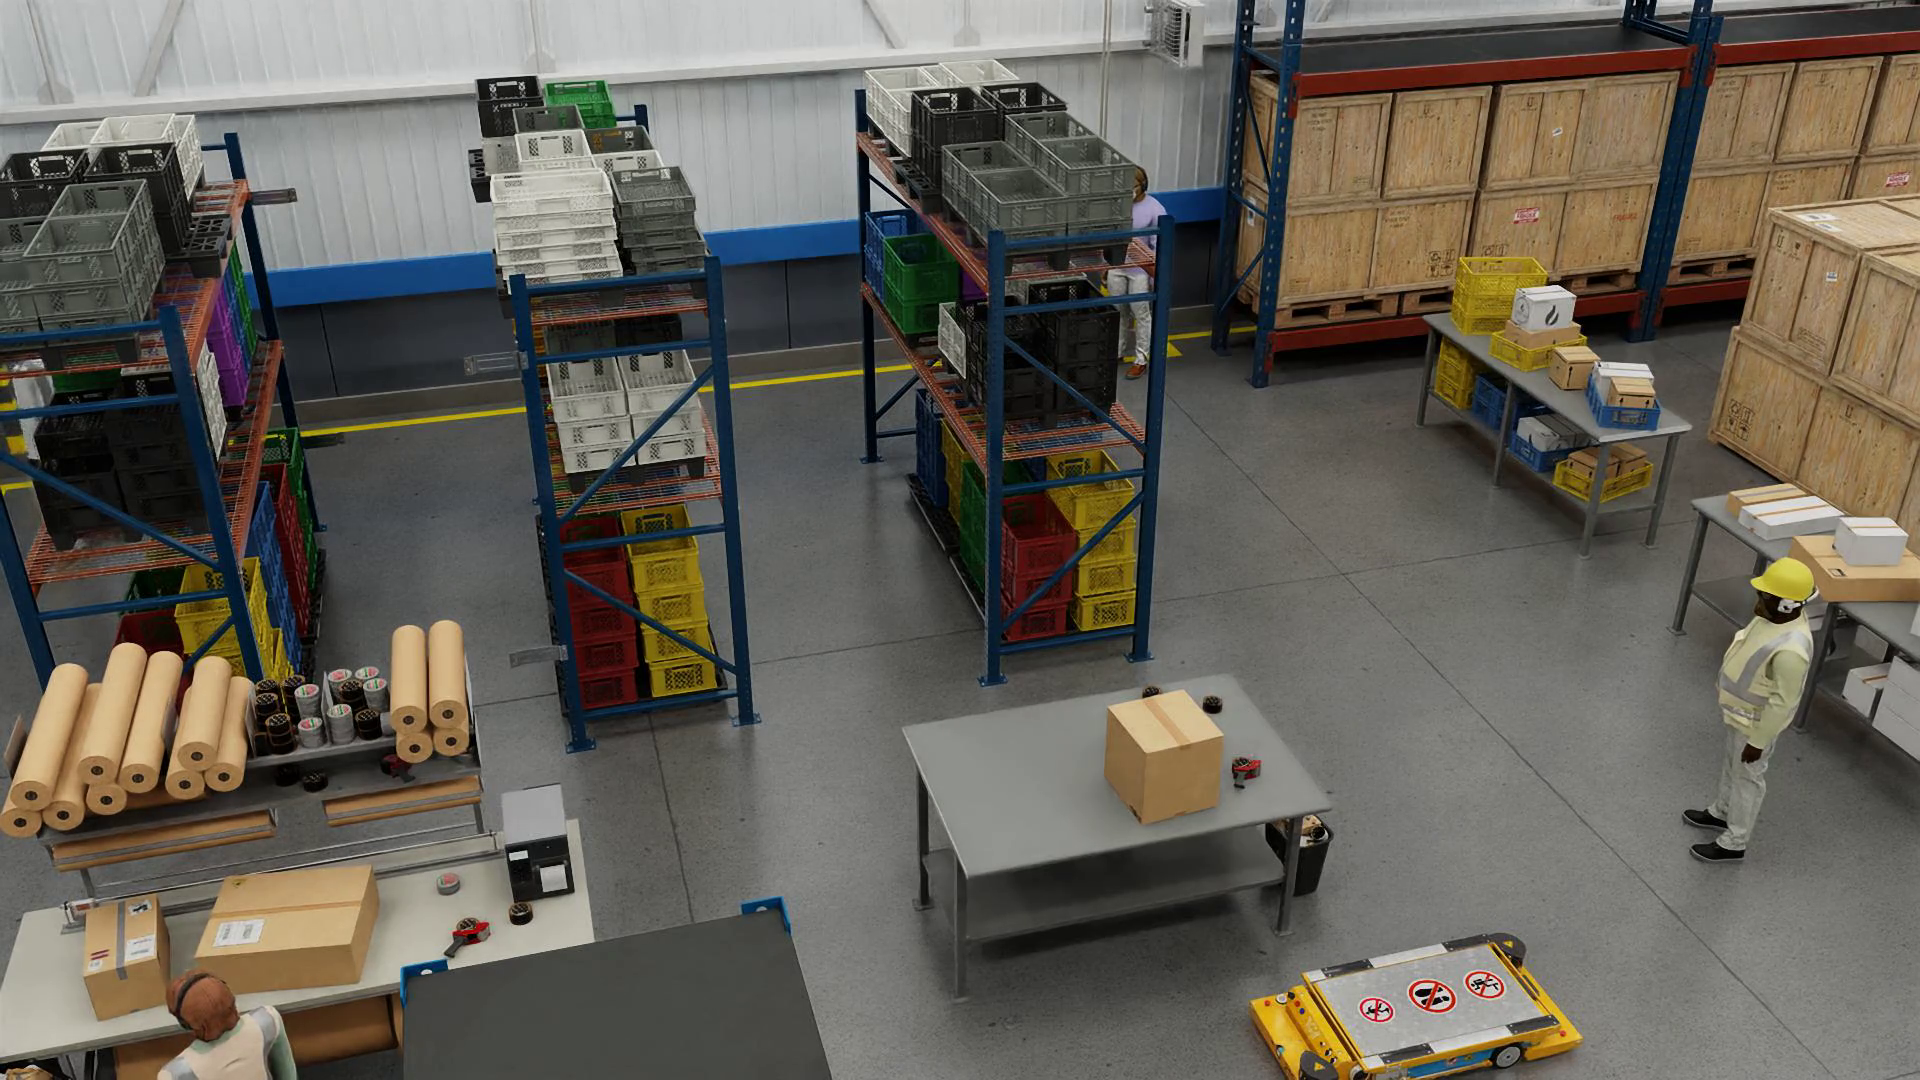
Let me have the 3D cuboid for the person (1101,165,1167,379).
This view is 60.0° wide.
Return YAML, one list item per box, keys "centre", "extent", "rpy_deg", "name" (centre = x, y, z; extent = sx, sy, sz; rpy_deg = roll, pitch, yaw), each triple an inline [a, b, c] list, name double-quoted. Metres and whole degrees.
- centre: [1.526, -2.392, 14.779]
  extent: [0.625, 1.933, 0.374]
  rpy_deg: [22, 35, 34]
  name: "person"

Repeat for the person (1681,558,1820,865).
- centre: [4.227, 0.908, 8.871]
  extent: [0.403, 1.834, 0.587]
  rpy_deg: [8, 30, 14]
  name: "person"

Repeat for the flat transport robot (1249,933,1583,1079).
- centre: [2.184, 2.282, 7.980]
  extent: [1.431, 0.197, 0.652]
  rpy_deg: [-8, 30, -14]
  name: "flat transport robot"

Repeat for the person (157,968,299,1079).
- centre: [-2.783, 2.327, 6.489]
  extent: [0.307, 1.638, 0.511]
  rpy_deg: [20, 34, 31]
  name: "person"

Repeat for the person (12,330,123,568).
- centre: [-6.352, -0.723, 11.816]
  extent: [0.490, 1.859, 0.691]
  rpy_deg: [2, 29, 4]
  name: "person"
